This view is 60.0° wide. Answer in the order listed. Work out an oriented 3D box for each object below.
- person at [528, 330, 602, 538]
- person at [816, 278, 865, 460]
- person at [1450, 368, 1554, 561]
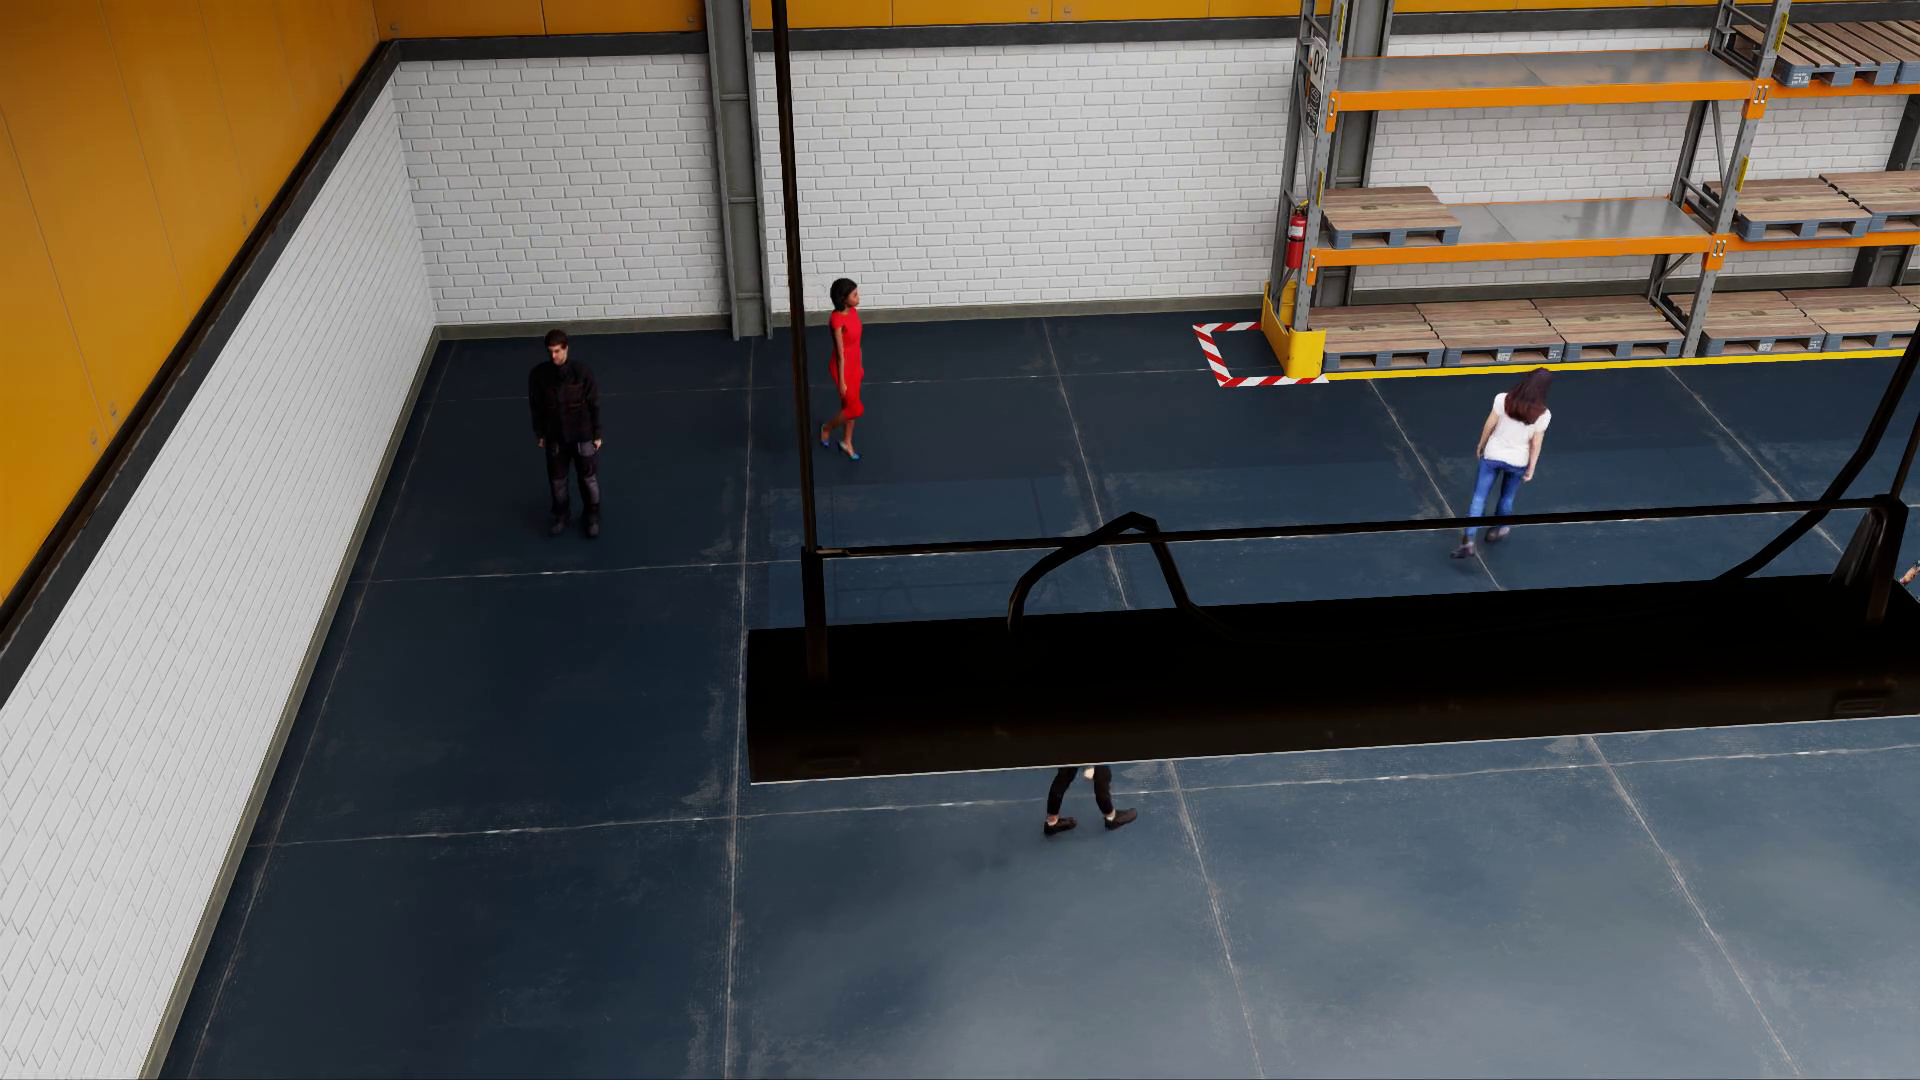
[{"bbox_3d":[-3.141,-0.880,13.498,0.521,1.839,0.775,-1,34,-2],"label":"person"},{"bbox_3d":[-1.069,-1.464,14.474,0.820,1.731,0.730,11,35,15],"label":"person"},{"bbox_3d":[4.301,-0.570,13.202,1.063,1.649,1.050,14,36,19],"label":"person"}]
